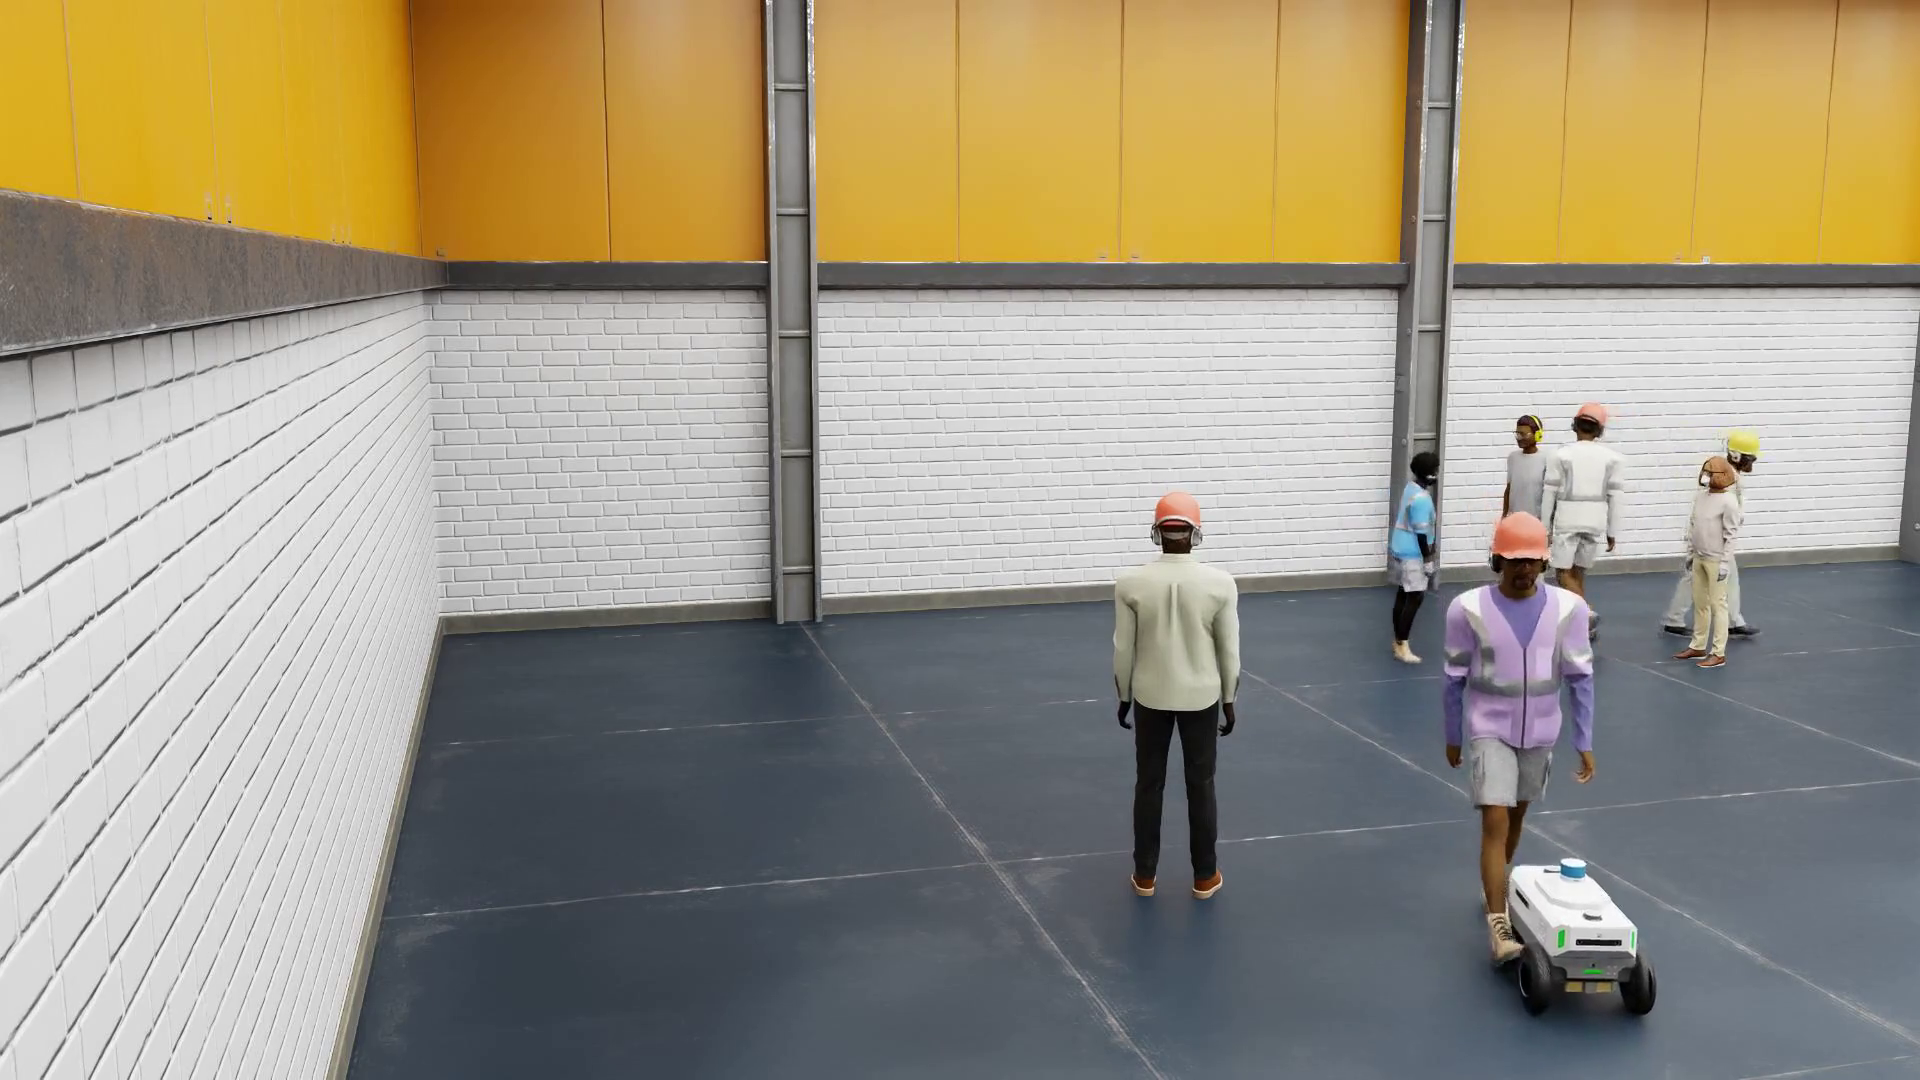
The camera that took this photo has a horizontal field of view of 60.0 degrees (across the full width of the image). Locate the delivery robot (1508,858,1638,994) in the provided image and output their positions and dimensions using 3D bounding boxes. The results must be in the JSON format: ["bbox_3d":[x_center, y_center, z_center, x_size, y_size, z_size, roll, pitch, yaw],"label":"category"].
[{"bbox_3d":[2.578,1.590,7.026,0.477,0.478,0.707,0,9,2],"label":"delivery robot"}]

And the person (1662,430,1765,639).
[{"bbox_3d":[6.267,-0.031,13.684,0.858,1.763,0.616,5,10,27],"label":"person"}]

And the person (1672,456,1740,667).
[{"bbox_3d":[5.802,0.161,12.874,0.286,1.636,0.500,-2,9,-11],"label":"person"}]

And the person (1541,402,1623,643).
[{"bbox_3d":[5.043,-0.106,13.446,0.622,2.001,0.783,0,9,2],"label":"person"}]

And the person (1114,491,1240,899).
[{"bbox_3d":[1.049,0.755,8.071,0.608,1.989,0.386,2,9,10],"label":"person"}]

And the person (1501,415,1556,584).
[{"bbox_3d":[4.733,-0.118,13.906,0.309,1.864,0.534,-6,11,-33],"label":"person"}]

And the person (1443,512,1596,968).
[{"bbox_3d":[2.481,0.872,7.365,0.616,1.982,1.059,0,9,3],"label":"person"}]

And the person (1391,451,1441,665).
[{"bbox_3d":[3.559,0.116,13.080,0.317,1.664,0.647,1,9,5],"label":"person"}]
